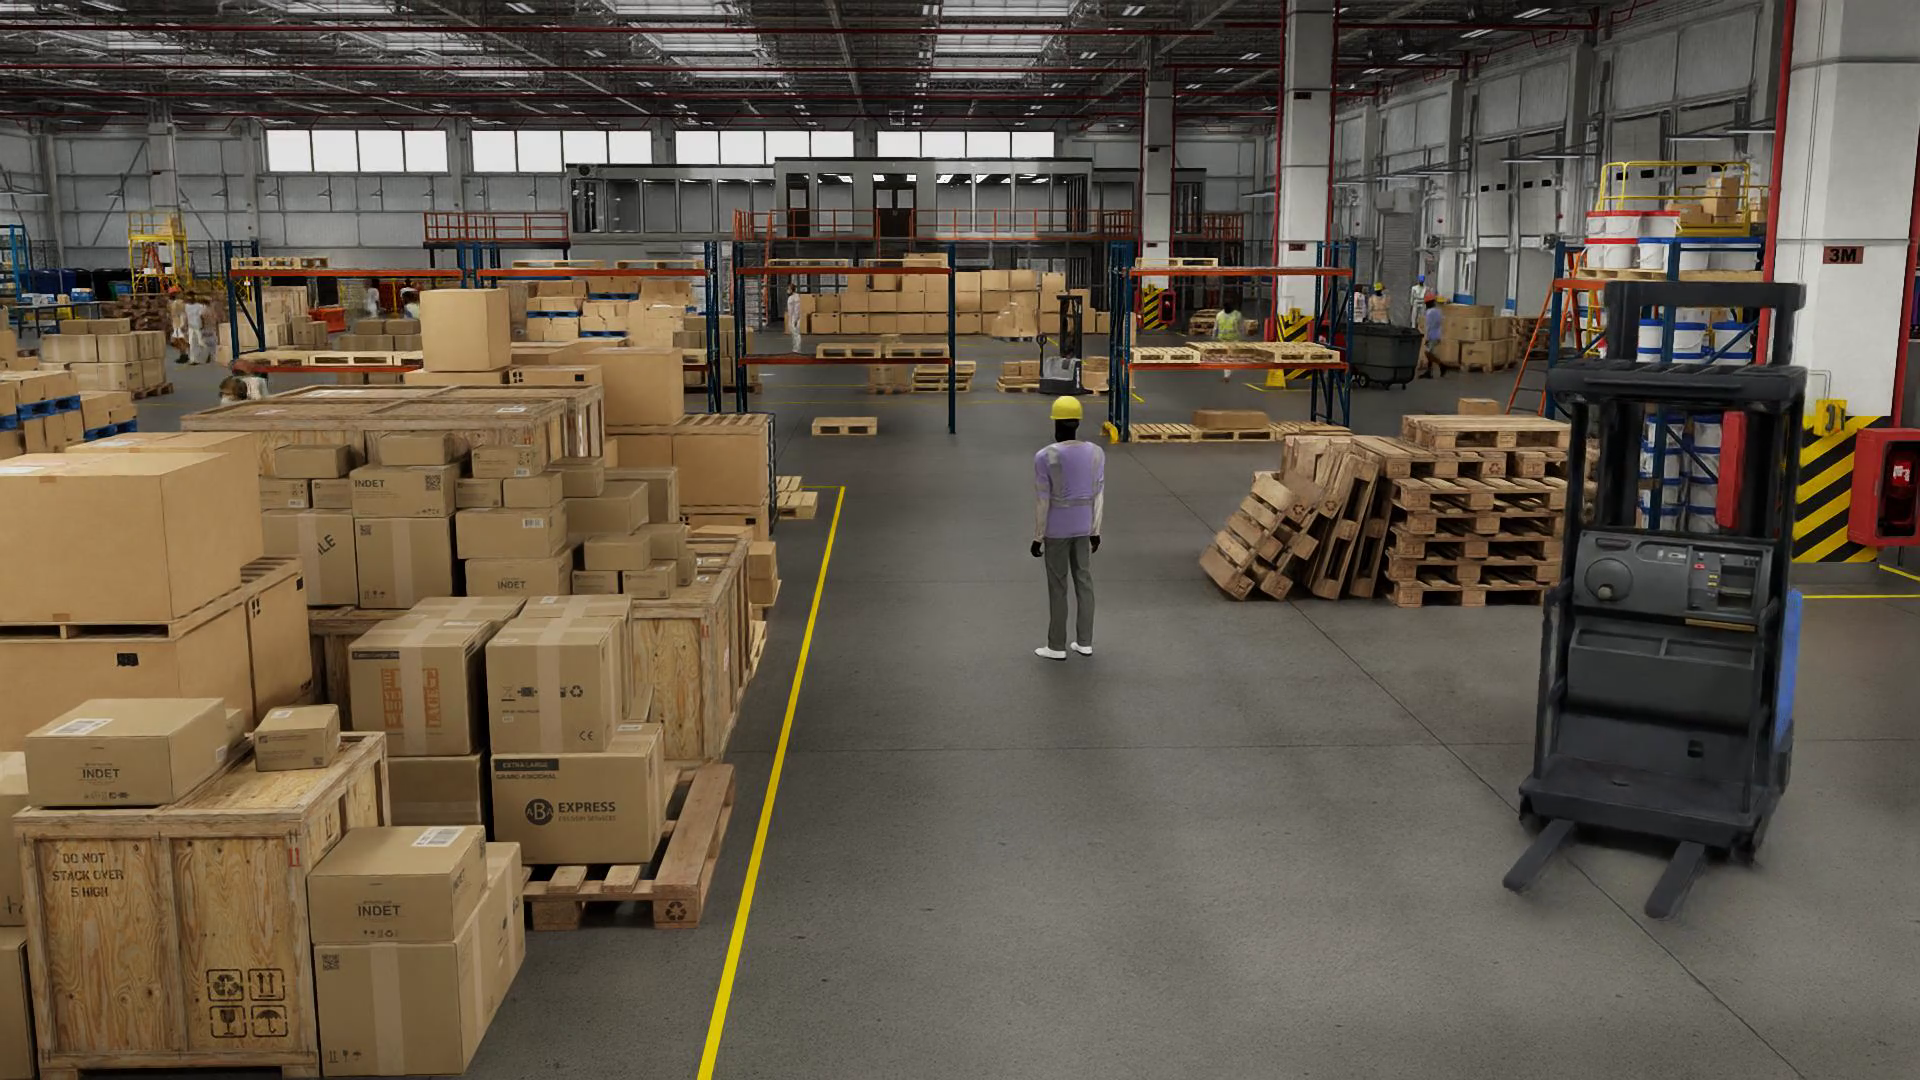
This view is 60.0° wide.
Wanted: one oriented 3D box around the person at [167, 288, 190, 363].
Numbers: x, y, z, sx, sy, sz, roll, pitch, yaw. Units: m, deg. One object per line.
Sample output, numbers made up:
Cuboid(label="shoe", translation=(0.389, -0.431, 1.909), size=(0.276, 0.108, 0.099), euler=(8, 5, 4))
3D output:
Cuboid(label="person", translation=(-19.549, -5.373, 41.703), size=(0.630, 1.887, 0.418), euler=(9, 14, 42))

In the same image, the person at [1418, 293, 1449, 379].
Cuboid(label="person", translation=(10.497, -4.492, 36.729), size=(0.688, 1.912, 0.561), euler=(9, 14, 41))

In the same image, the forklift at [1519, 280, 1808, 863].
Cuboid(label="forklift", translation=(3.870, 0.019, 8.874), size=(1.129, 2.768, 1.873), euler=(6, 12, 32))

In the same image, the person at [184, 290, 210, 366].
Cuboid(label="person", translation=(-18.790, -5.221, 40.940), size=(0.528, 1.852, 0.754), euler=(1, 10, 6))

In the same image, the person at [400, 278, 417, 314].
Cuboid(label="person", translation=(-17.491, -7.368, 52.845), size=(0.537, 1.869, 0.312), euler=(-2, 10, -13))

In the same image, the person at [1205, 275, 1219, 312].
Cuboid(label="person", translation=(10.837, -10.782, 71.574), size=(0.626, 1.983, 0.417), euler=(8, 13, 36))

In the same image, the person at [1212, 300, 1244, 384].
Cuboid(label="person", translation=(5.741, -4.264, 35.778), size=(0.652, 1.788, 0.976), euler=(5, 12, 28))

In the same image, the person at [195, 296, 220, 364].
Cuboid(label="person", translation=(-18.751, -5.228, 41.414), size=(0.534, 1.705, 0.840), euler=(6, 12, 32))

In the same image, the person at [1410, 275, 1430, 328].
Cuboid(label="person", translation=(14.925, -7.612, 53.975), size=(0.605, 1.951, 0.383), euler=(2, 10, 11))

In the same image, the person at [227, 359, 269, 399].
Cuboid(label="person", translation=(-8.728, -1.430, 20.473), size=(0.481, 1.598, 0.535), euler=(9, 13, 41))

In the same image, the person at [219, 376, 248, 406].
Cuboid(label="person", translation=(-6.020, -0.445, 14.153), size=(0.632, 1.923, 0.634), euler=(6, 12, 29))

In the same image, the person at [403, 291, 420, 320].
Cuboid(label="person", translation=(-12.982, -4.985, 39.549), size=(0.896, 1.881, 0.599), euler=(0, 10, 3))

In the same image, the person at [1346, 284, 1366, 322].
Cuboid(label="person", translation=(11.291, -6.359, 47.301), size=(0.429, 1.841, 0.634), euler=(-8, 13, -38))

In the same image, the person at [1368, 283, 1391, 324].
Cuboid(label="person", translation=(11.528, -6.107, 45.751), size=(0.598, 1.891, 0.776), euler=(5, 11, 25))

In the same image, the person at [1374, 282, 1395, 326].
Cuboid(label="person", translation=(14.260, -7.841, 56.028), size=(0.969, 1.675, 0.525), euler=(9, 13, 40))

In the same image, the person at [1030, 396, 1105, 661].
Cuboid(label="person", translation=(0.771, -0.085, 12.110), size=(0.595, 1.925, 0.371), euler=(-6, 12, -31))

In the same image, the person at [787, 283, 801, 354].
Cuboid(label="person", translation=(-4.423, -5.867, 44.331), size=(0.367, 1.932, 0.623), euler=(-4, 11, -23))

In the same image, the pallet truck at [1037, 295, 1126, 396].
Cuboid(label="pallet truck", translation=(2.483, -3.881, 33.060), size=(1.885, 1.965, 0.823), euler=(-7, 13, -36))

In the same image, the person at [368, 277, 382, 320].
Cuboid(label="person", translation=(-18.143, -7.147, 51.397), size=(0.572, 1.945, 0.646), euler=(-9, 13, -40))
